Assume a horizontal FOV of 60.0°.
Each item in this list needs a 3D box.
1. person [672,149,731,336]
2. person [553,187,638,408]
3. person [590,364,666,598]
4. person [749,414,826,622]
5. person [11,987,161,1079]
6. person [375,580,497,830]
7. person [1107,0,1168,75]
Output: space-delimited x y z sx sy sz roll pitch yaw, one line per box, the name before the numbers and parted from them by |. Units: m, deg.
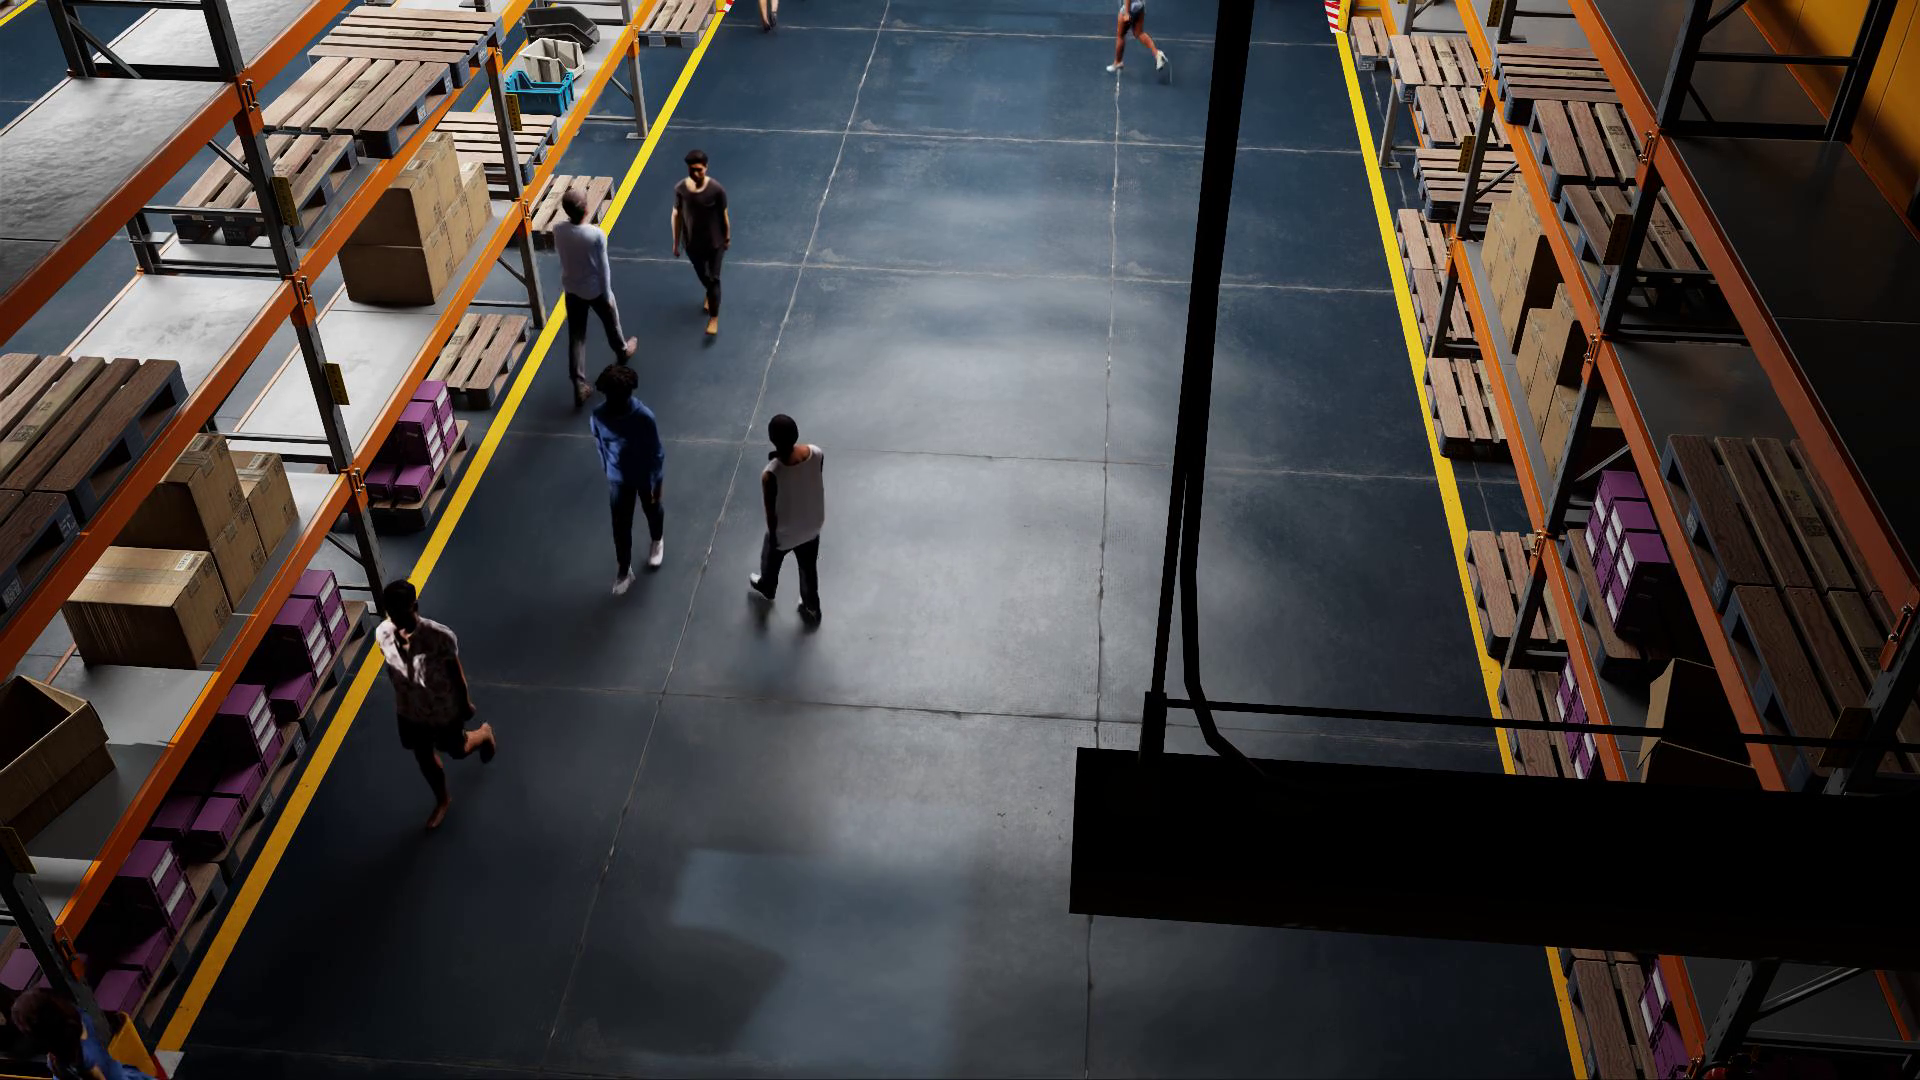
person | -2.301 -2.746 14.924 0.654 1.671 1.059 5 39 6
person | -3.149 -1.994 13.845 0.780 1.844 1.261 8 39 10
person | -2.340 -0.545 12.081 0.674 1.782 0.894 2 39 3
person | -1.140 -0.113 11.630 0.971 1.668 1.039 -26 45 -29
person | -4.010 2.699 8.036 1.138 1.759 1.101 -28 46 -31
person | -3.226 0.922 10.230 0.728 1.799 0.971 7 39 9
person | 2.062 -6.086 19.162 0.873 1.602 0.986 18 42 22
